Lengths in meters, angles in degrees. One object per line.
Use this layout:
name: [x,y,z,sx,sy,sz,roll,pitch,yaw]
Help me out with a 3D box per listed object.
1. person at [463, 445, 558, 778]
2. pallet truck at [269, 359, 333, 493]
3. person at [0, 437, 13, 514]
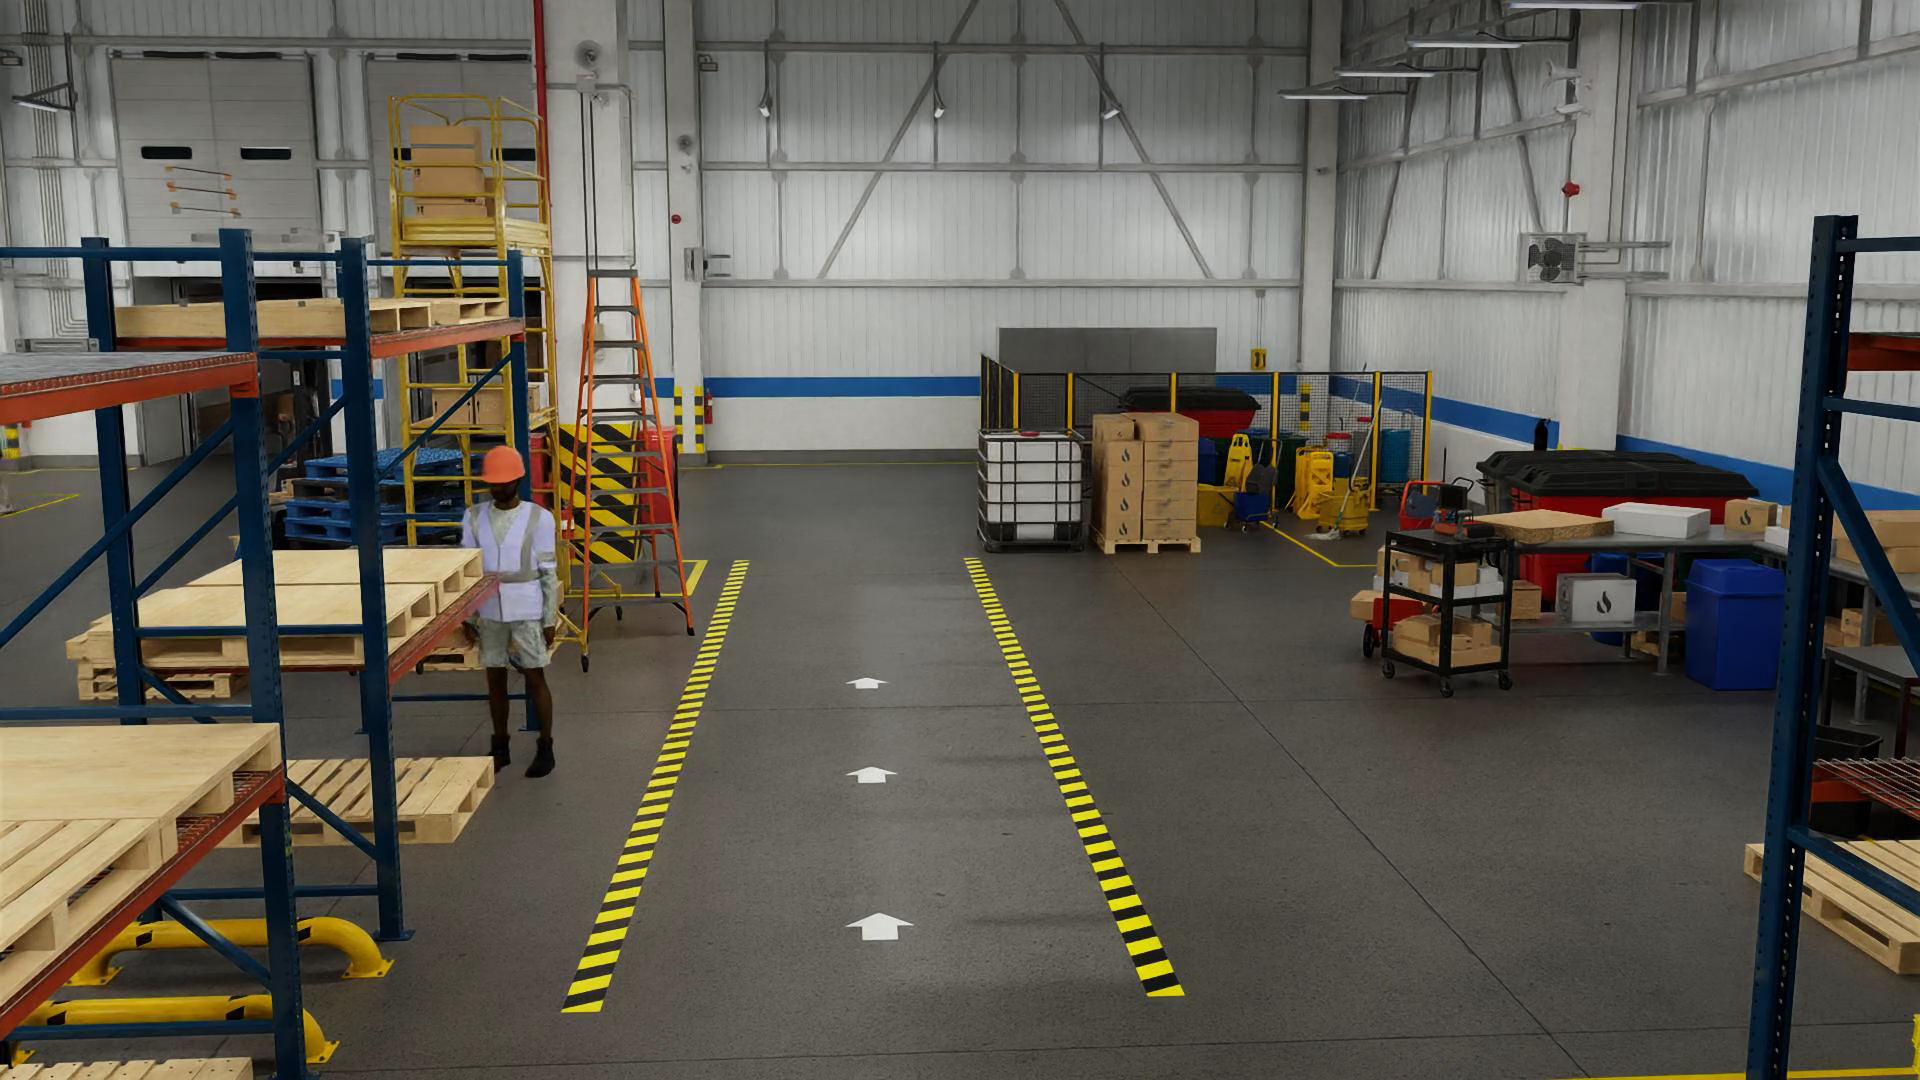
person: [-2.574,0.414,9.520,0.549,1.927,0.386,1,9,9]
pallet truck: [-7.062,-1.131,18.996,1.885,1.965,0.823,2,9,13]
person: [-11.699,-1.065,19.768,0.548,1.605,0.776,7,11,37]
